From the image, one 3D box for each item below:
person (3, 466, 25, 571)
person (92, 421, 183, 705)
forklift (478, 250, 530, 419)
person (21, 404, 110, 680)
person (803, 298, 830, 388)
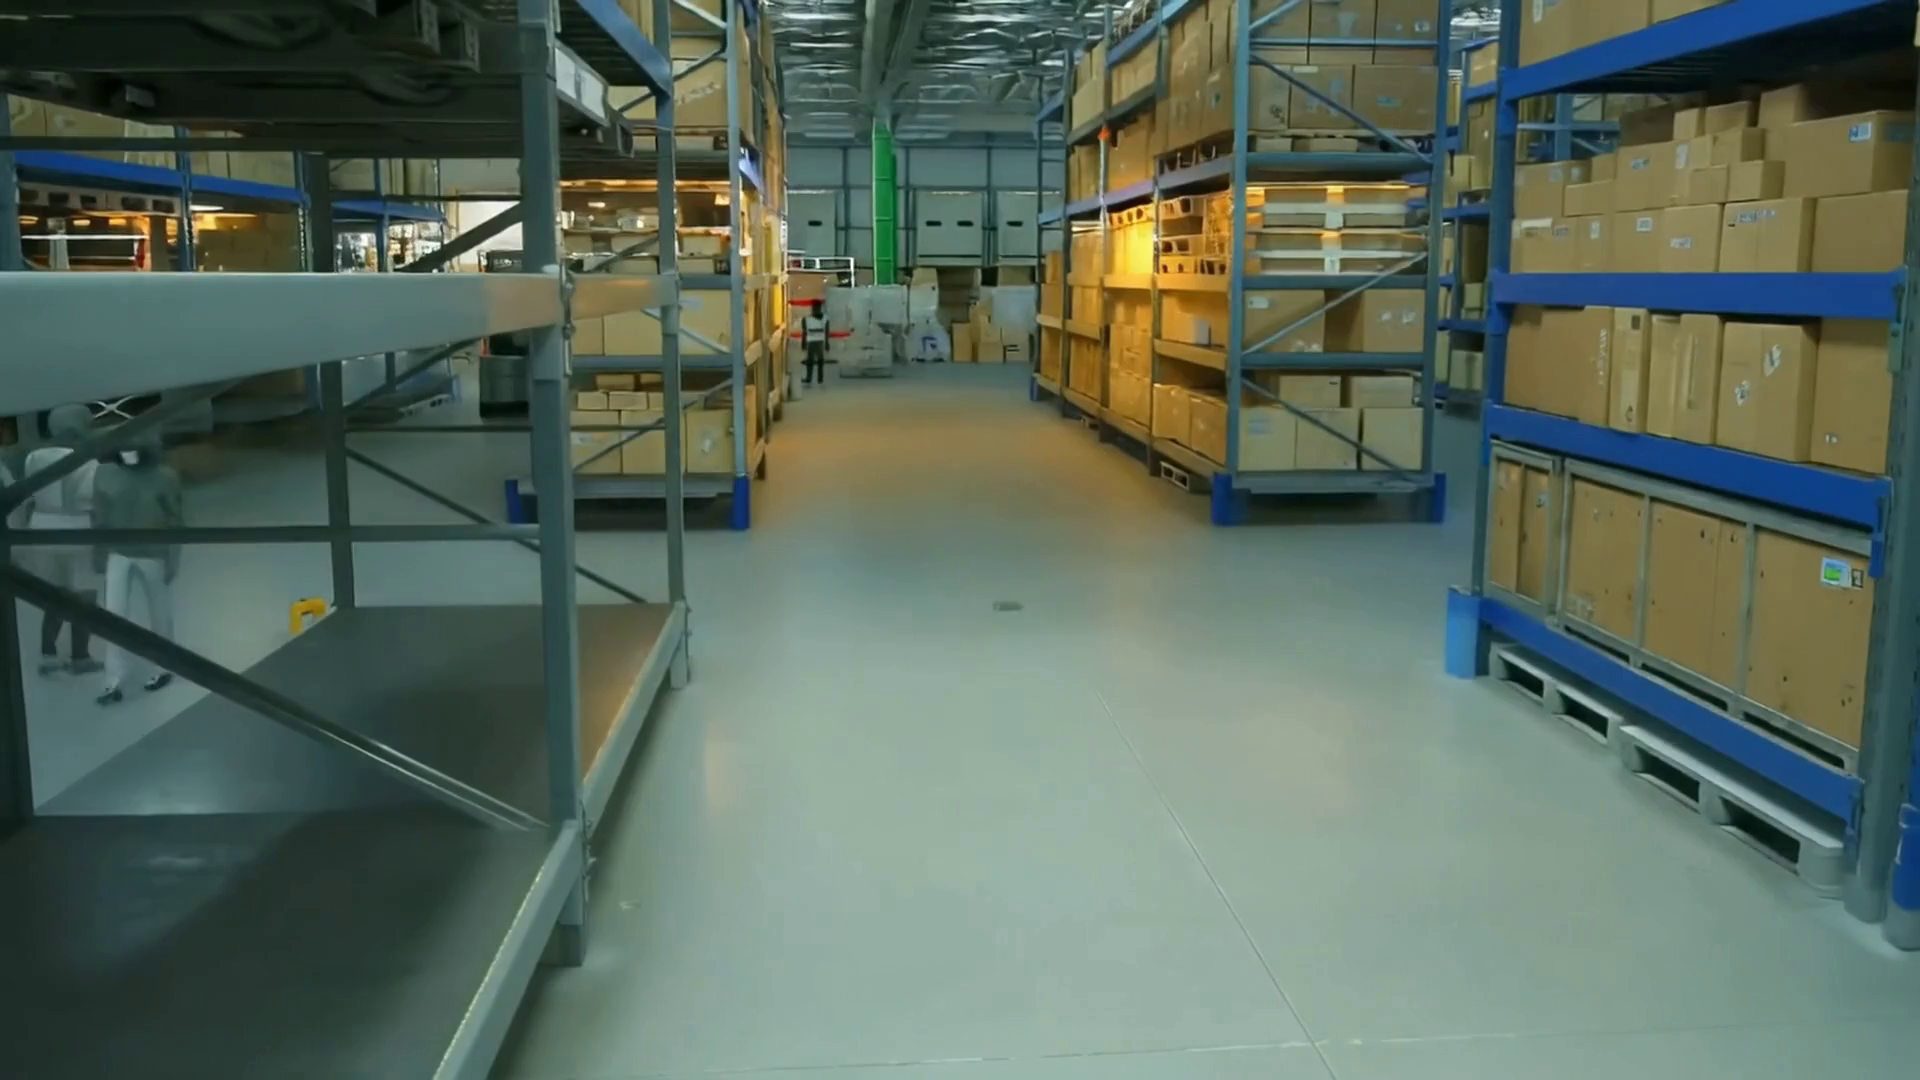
[{"bbox_3d":[-7.812,-0.639,13.175,0.526,1.916,0.567,1,9,4],"label":"person"},{"bbox_3d":[-4.650,0.129,9.340,0.554,1.587,0.772,-1,9,-5],"label":"person"},{"bbox_3d":[-7.444,-3.489,28.040,1.129,2.768,1.873,-1,9,-4],"label":"forklift"},{"bbox_3d":[-5.251,0.018,9.810,0.564,1.664,0.365,2,9,12],"label":"person"},{"bbox_3d":[-3.073,-4.202,35.529,0.592,1.916,0.375,-3,10,-21],"label":"person"}]
